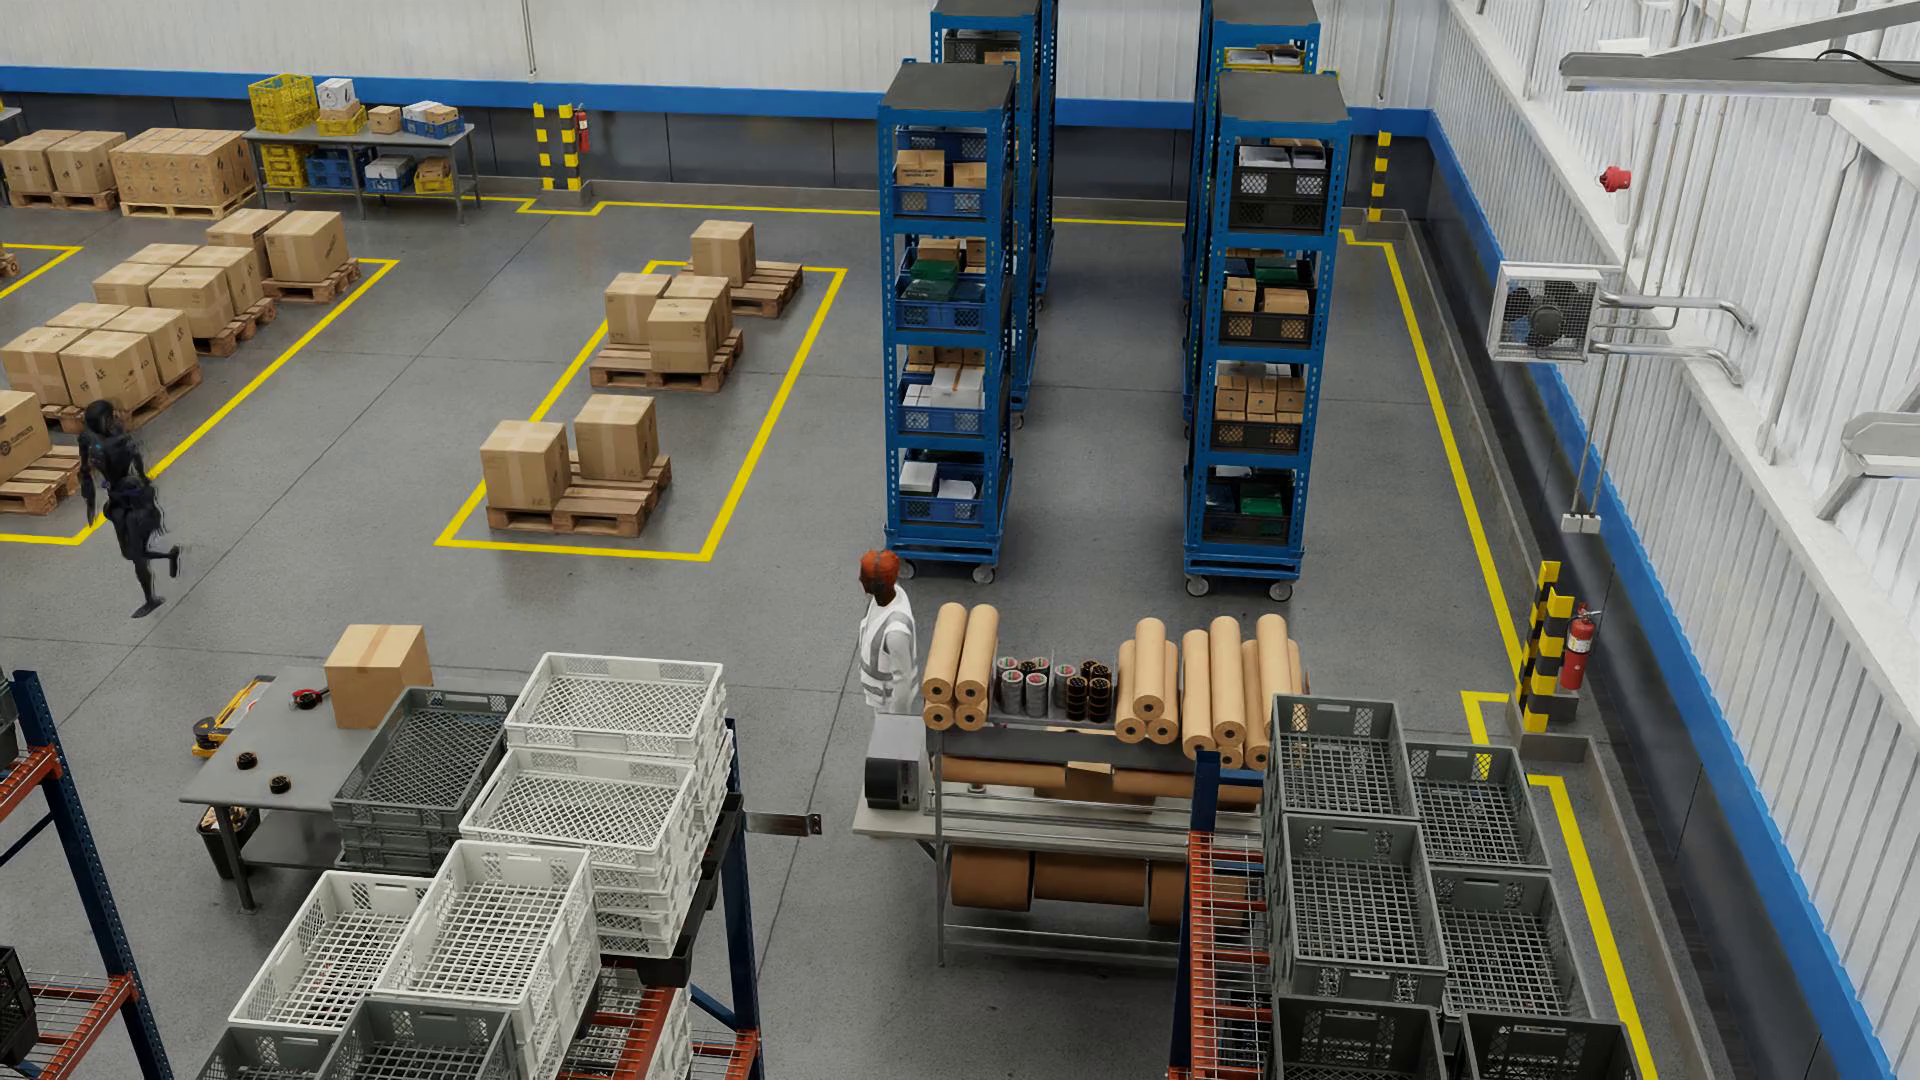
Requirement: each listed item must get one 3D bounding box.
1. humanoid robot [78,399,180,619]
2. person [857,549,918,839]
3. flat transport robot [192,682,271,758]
[{"bbox_3d":[-5.866,-0.288,11.788,0.577,1.642,0.552,12,32,20],"label":"humanoid robot"},{"bbox_3d":[-0.413,0.874,9.566,0.340,1.881,0.582,-5,31,-9],"label":"person"},{"bbox_3d":[-4.089,1.163,10.648,1.431,0.197,0.652,3,30,6],"label":"flat transport robot"}]
